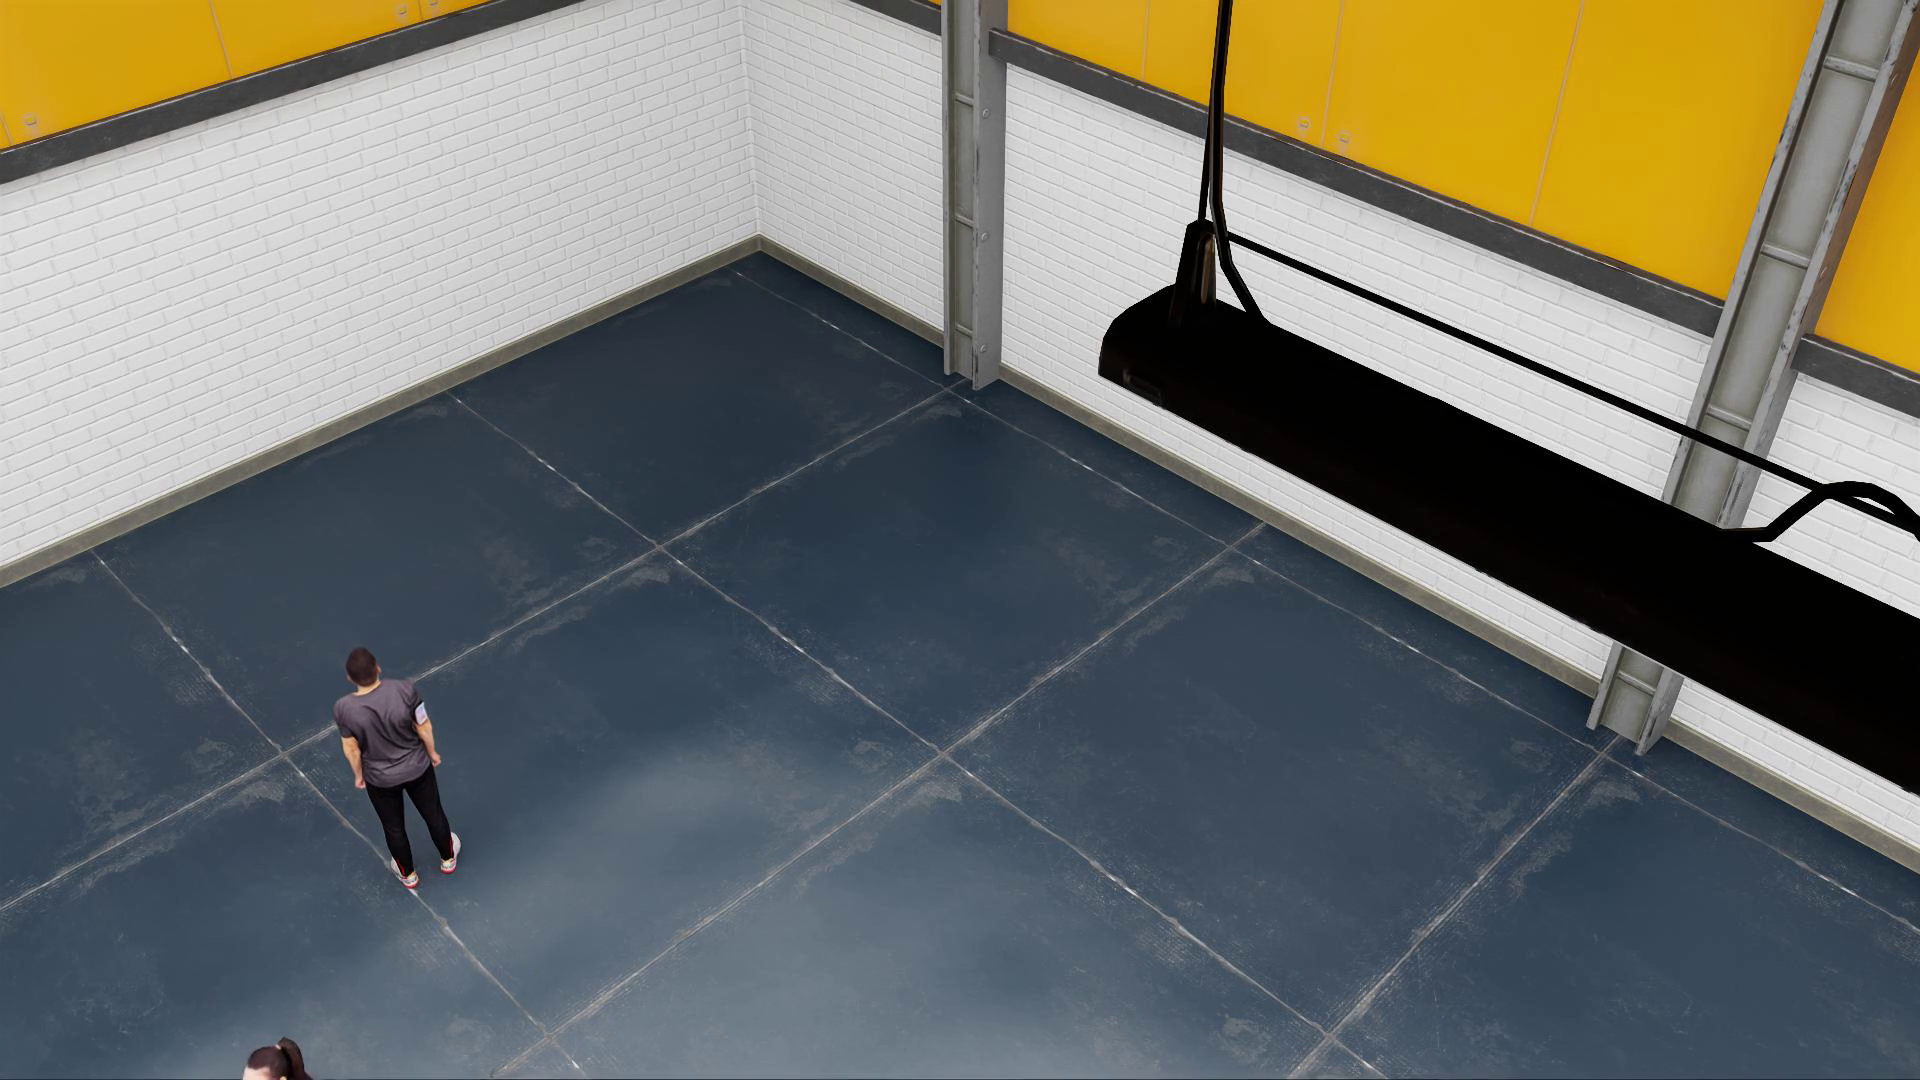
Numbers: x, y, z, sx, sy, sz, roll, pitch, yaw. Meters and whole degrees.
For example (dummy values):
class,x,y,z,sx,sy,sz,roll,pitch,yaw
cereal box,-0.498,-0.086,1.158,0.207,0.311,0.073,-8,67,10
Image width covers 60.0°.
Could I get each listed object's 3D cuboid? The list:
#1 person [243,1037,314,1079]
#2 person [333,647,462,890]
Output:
class,x,y,z,sx,sy,sz,roll,pitch,yaw
person,-2.909,2.779,7.579,1.014,1.693,0.912,13,40,15
person,-3.189,1.282,9.396,0.703,1.764,0.672,-16,41,-19
